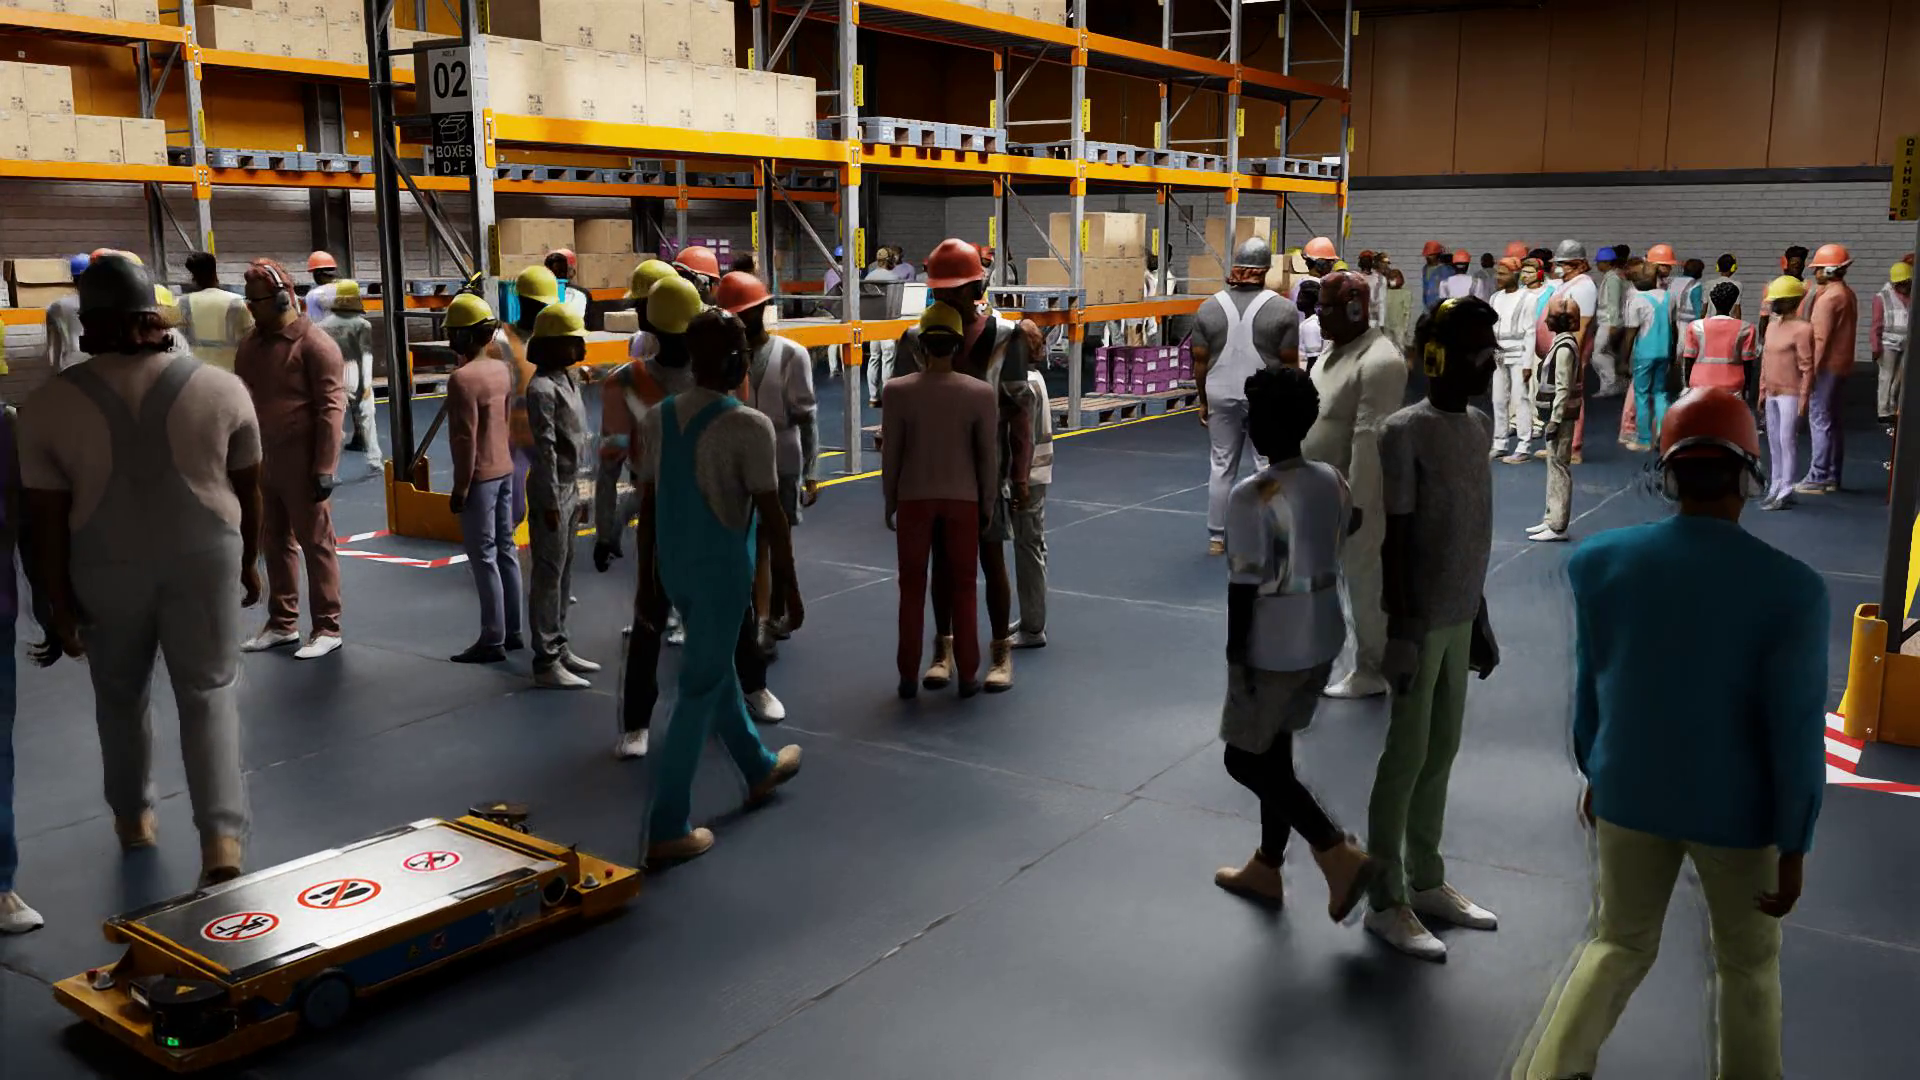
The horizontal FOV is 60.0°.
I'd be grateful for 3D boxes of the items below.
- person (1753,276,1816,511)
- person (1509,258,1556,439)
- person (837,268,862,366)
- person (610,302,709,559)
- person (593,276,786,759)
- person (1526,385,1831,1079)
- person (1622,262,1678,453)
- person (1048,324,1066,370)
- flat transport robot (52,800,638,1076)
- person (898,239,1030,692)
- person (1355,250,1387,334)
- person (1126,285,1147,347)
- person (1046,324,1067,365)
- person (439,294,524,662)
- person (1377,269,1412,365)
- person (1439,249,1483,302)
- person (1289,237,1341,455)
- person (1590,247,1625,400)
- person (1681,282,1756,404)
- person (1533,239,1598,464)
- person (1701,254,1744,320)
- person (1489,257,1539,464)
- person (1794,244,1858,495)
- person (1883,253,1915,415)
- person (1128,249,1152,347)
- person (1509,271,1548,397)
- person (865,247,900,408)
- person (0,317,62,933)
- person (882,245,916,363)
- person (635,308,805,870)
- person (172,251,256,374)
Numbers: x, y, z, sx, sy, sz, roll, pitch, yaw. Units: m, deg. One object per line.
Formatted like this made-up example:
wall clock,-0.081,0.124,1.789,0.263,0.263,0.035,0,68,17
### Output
person,6.189,-1.094,12.506,0.363,1.772,0.530,-1,10,-6
person,5.845,-1.955,17.019,0.572,1.838,0.373,8,13,37
person,-1.763,-3.592,26.400,0.574,1.725,0.481,-9,14,-41
person,-1.852,-0.676,10.282,0.854,1.707,0.596,-1,10,-5
person,-1.087,-0.106,6.686,0.784,1.883,0.562,-5,11,-25
person,1.506,0.544,3.497,0.568,1.723,0.686,9,14,42
person,6.542,-1.706,15.715,0.598,1.817,0.537,-2,11,-13
person,1.547,-3.604,26.089,0.310,1.864,0.532,-1,10,-4
flat transport robot,-1.670,1.057,4.681,0.652,0.197,1.431,8,13,37
person,0.004,-0.323,7.474,0.613,2.028,0.409,2,10,13
person,5.352,-2.889,22.064,0.573,1.887,0.355,3,11,14
person,2.495,-3.151,23.883,0.340,1.752,0.564,-2,10,-11
person,1.551,-3.754,26.969,0.390,1.846,0.564,-4,11,-21
person,-2.325,-0.294,8.024,0.313,1.767,0.533,2,10,8
person,6.001,-2.930,23.021,0.501,1.628,0.265,9,14,41
person,6.296,-2.708,20.981,0.552,1.917,0.808,6,12,28
person,3.071,-1.579,14.375,0.377,2.044,0.607,-4,11,-19
person,8.156,-2.727,21.033,0.460,1.929,0.649,2,11,13
person,6.066,-1.213,13.329,0.536,1.693,0.319,4,11,22
person,5.494,-1.722,15.173,0.536,2.000,0.693,1,10,4
person,9.221,-2.531,20.174,0.328,1.861,0.507,-9,14,-41
person,5.000,-1.625,15.106,0.372,1.874,0.575,-4,11,-21
person,6.936,-1.362,13.330,0.406,1.989,0.617,10,14,43
person,10.948,-2.384,19.294,0.622,1.873,0.445,0,10,1
person,2.938,-3.764,26.983,0.511,1.868,0.662,-1,10,-4
person,6.584,-2.320,19.367,0.427,1.732,0.484,5,11,25
person,-0.911,-2.536,19.965,0.378,1.940,0.629,-9,14,-41
person,-3.075,0.199,5.030,0.878,1.872,0.613,9,14,41
person,-1.035,-3.875,27.384,0.629,1.940,0.378,1,10,7
person,-0.780,0.131,5.590,0.529,1.789,0.964,7,12,33
person,-5.965,-1.350,13.416,0.760,1.944,0.559,-2,10,-9
